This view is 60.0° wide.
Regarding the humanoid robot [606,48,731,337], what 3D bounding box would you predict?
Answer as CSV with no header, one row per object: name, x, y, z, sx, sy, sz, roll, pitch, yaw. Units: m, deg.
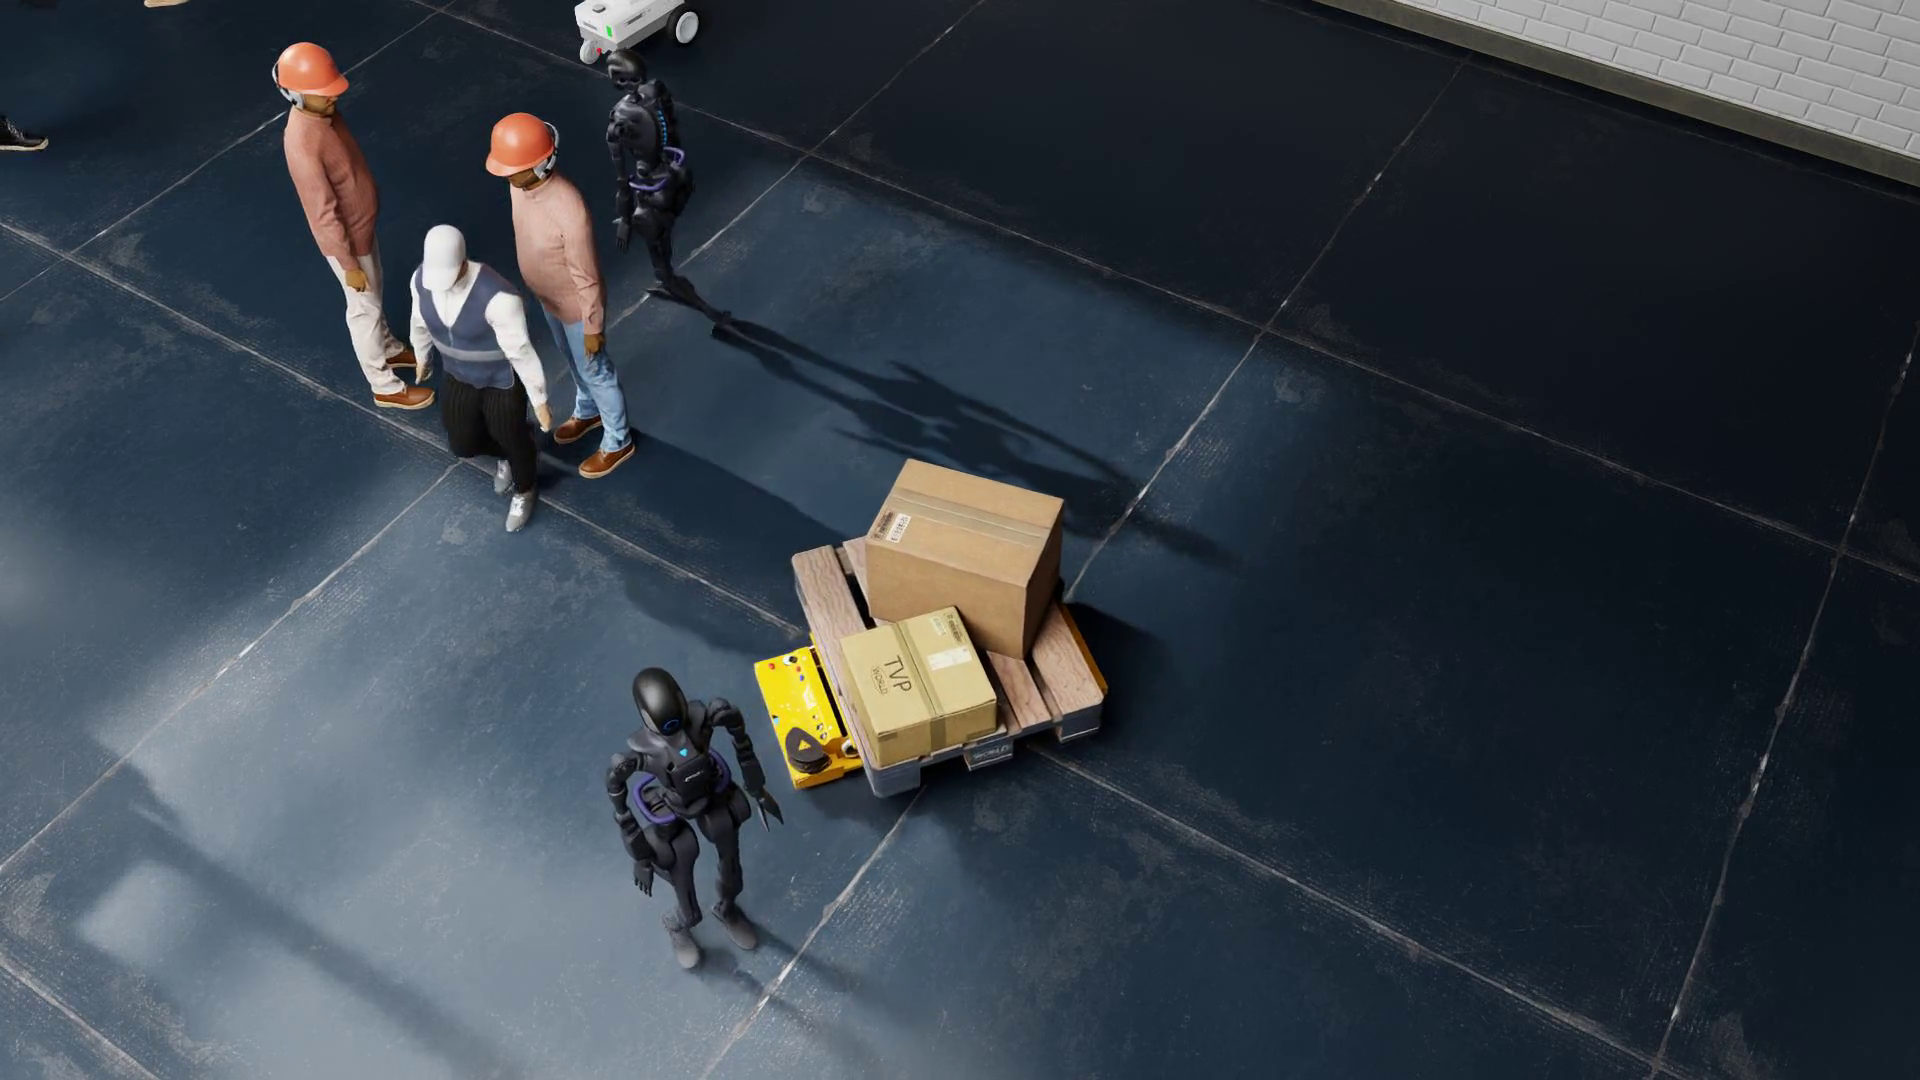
humanoid robot,-1.491,-1.761,8.439,0.641,1.647,0.611,18,51,15

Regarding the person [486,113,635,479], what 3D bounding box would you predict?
person,-1.827,-1.120,7.658,0.402,1.986,0.610,-30,55,-23

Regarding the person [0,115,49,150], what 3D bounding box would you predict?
person,-5.904,-2.942,9.281,0.739,1.944,0.611,-5,49,-4

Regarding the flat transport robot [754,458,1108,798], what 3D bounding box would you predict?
flat transport robot,-0.131,0.588,7.301,1.431,0.231,0.659,-15,51,-13

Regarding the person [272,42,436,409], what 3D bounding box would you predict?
person,-2.903,-1.490,7.975,0.390,1.989,0.614,-8,49,-7

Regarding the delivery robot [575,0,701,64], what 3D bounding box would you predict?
delivery robot,-2.069,-3.340,10.549,0.499,0.601,0.802,30,55,24

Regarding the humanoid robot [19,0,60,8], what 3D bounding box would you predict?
humanoid robot,-6.070,-4.262,10.631,0.514,1.649,0.614,-26,54,-21

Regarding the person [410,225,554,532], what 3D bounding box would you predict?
person,-2.133,-0.733,7.485,0.745,1.734,0.473,12,50,11

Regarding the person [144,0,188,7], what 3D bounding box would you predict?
person,-5.378,-4.287,10.495,0.412,1.883,0.496,-19,52,-16

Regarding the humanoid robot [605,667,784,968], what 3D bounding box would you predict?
humanoid robot,-0.943,0.998,6.009,0.589,1.653,0.338,-29,55,-23
